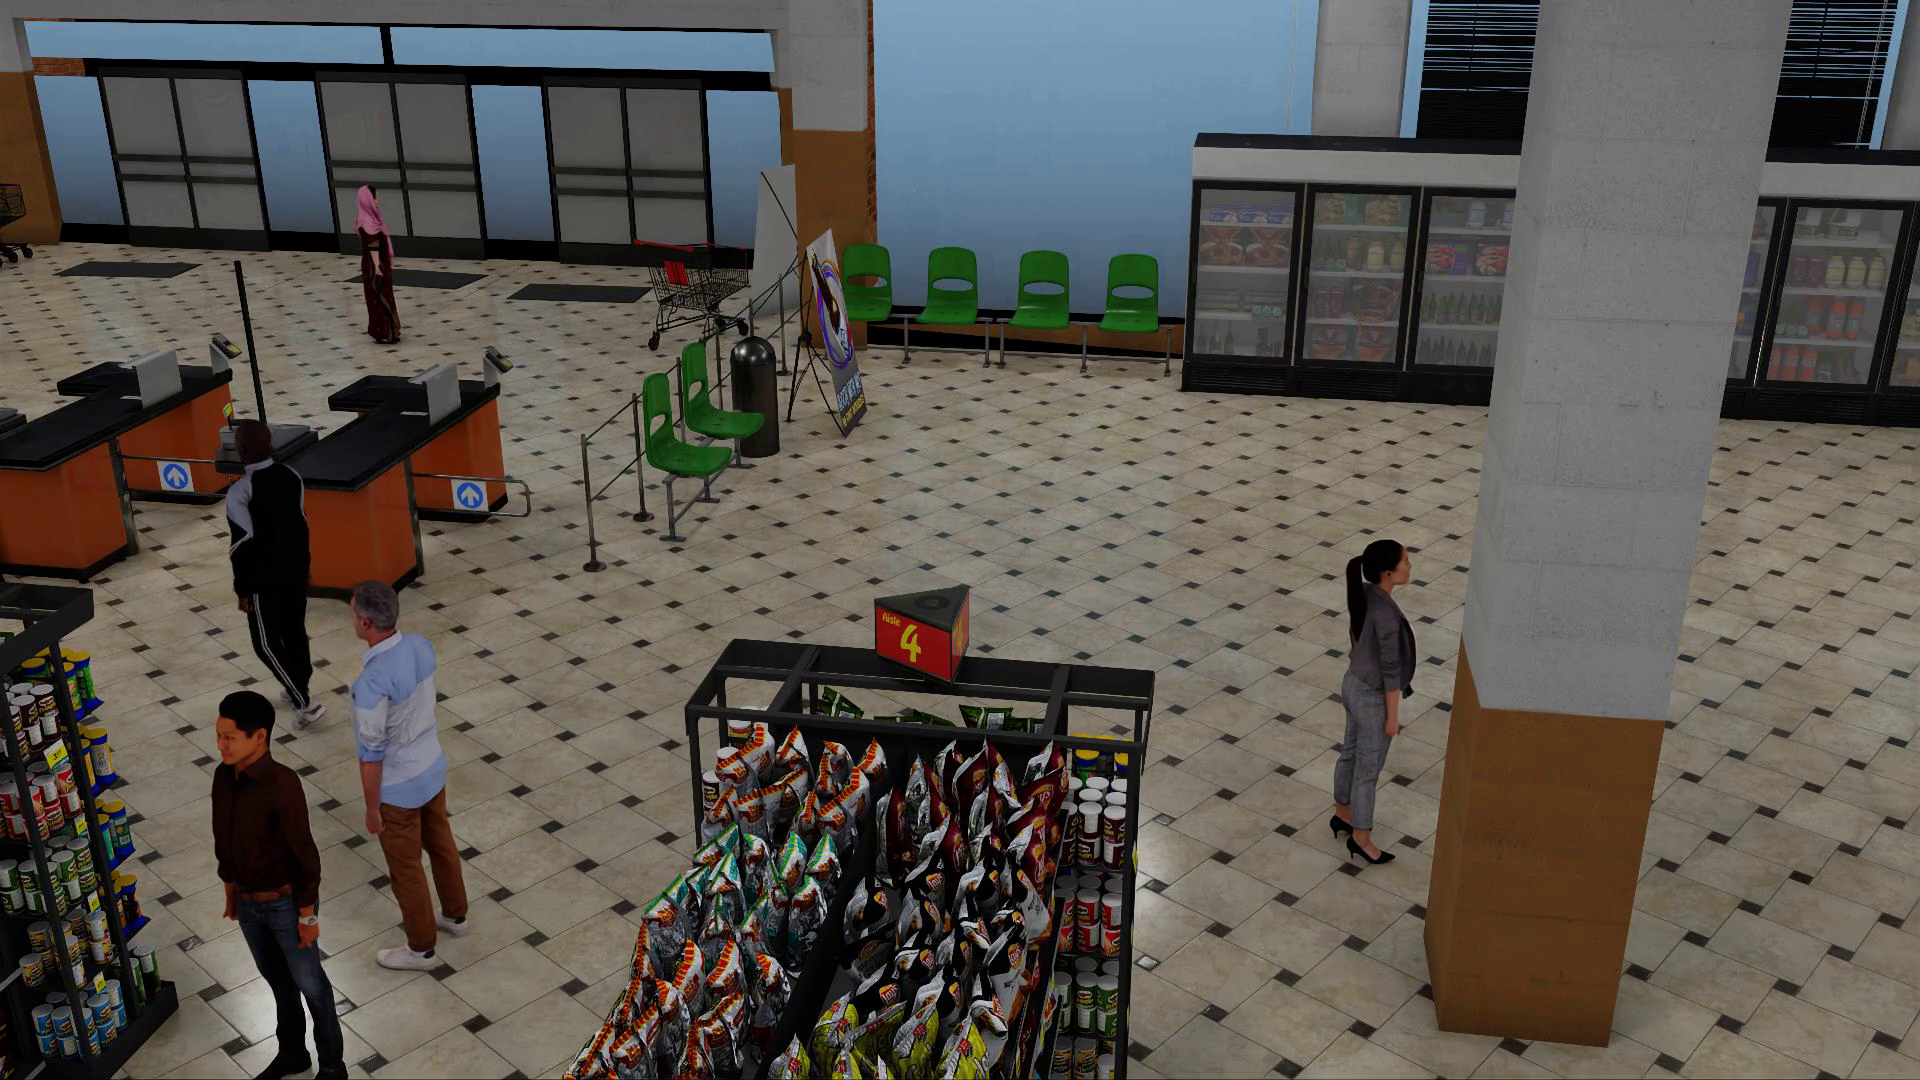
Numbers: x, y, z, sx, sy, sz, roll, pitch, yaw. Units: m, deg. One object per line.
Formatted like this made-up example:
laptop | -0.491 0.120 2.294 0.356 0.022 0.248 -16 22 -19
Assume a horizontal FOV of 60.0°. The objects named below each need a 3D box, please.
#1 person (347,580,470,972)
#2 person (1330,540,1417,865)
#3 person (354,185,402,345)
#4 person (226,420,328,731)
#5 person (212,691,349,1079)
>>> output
person | -2.441 1.031 7.331 0.739 1.822 0.500 5 22 11
person | 2.008 0.779 8.149 0.749 1.679 0.628 -3 22 -7
person | -6.066 -2.868 17.280 0.810 1.639 0.683 -6 23 -14
person | -3.850 0.183 9.404 0.898 1.849 0.897 12 25 28
person | -2.665 1.390 6.491 0.701 1.782 0.632 11 24 25
